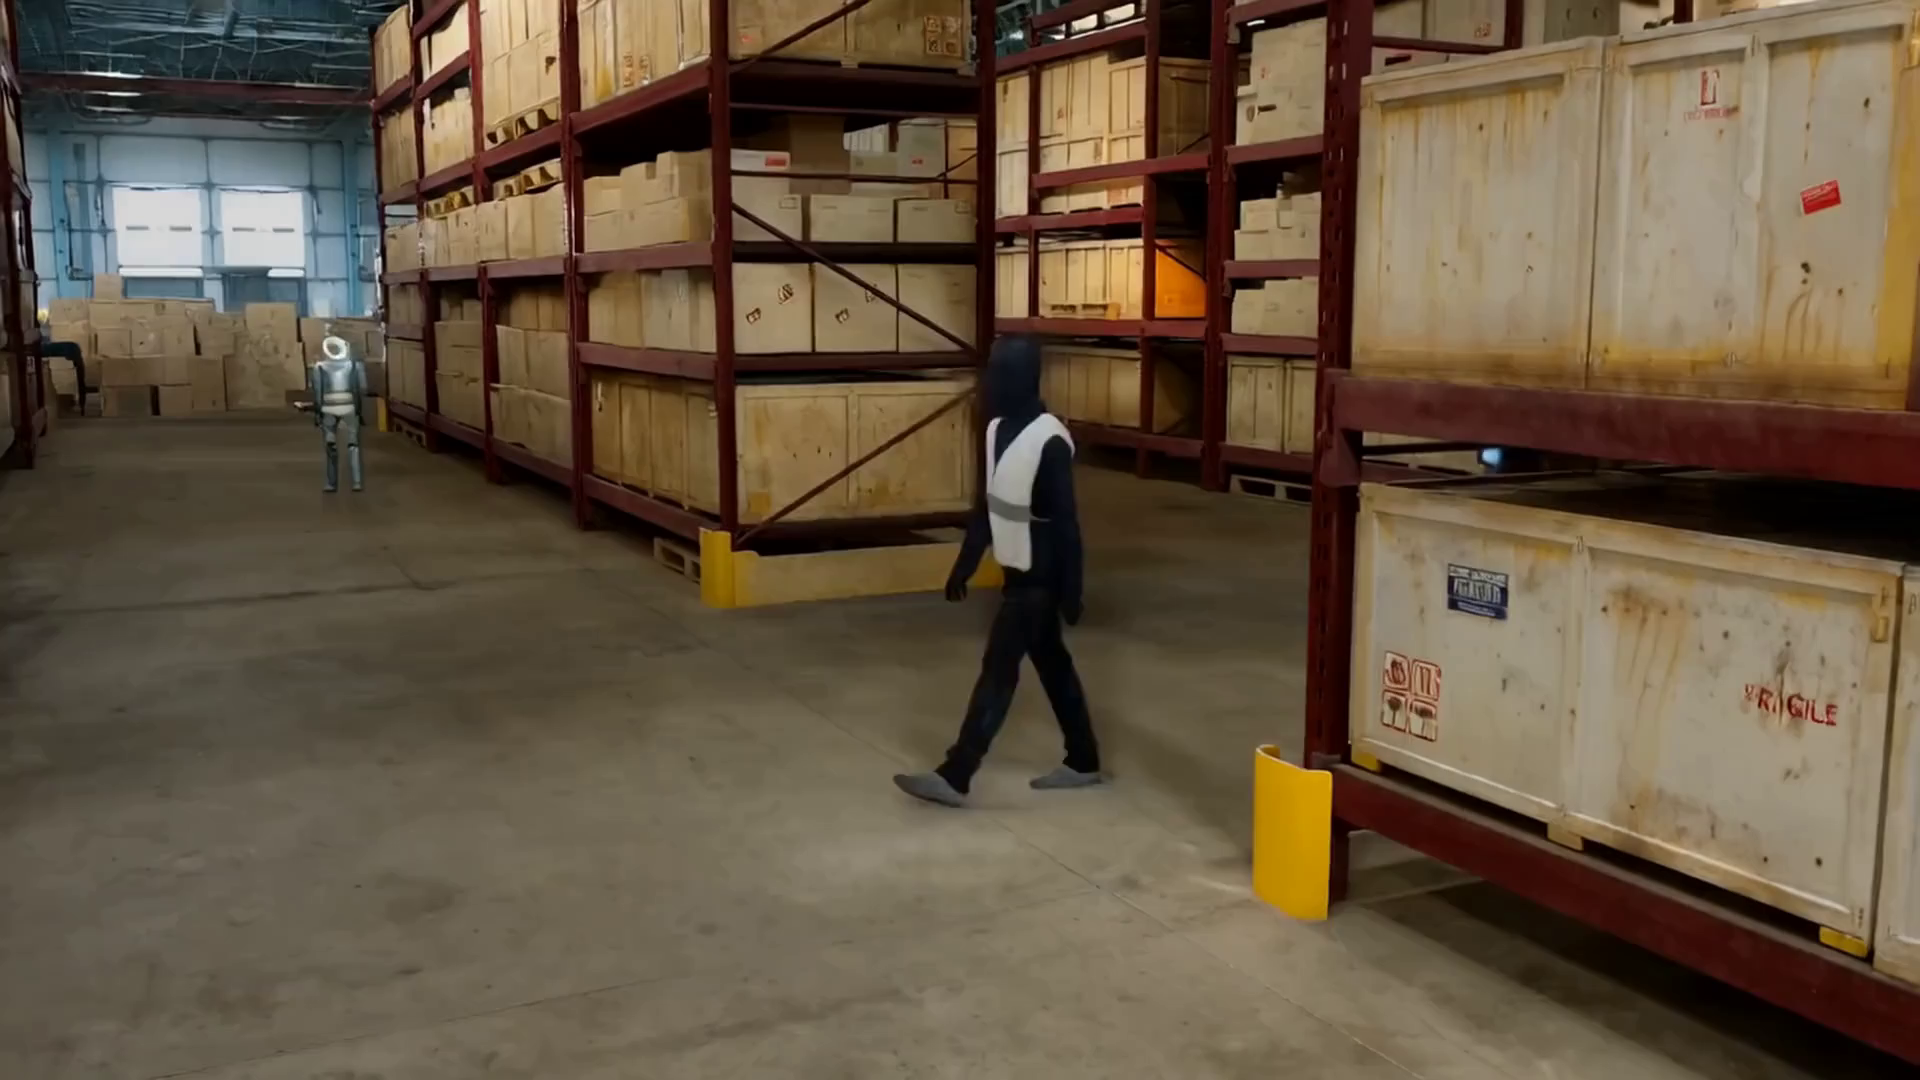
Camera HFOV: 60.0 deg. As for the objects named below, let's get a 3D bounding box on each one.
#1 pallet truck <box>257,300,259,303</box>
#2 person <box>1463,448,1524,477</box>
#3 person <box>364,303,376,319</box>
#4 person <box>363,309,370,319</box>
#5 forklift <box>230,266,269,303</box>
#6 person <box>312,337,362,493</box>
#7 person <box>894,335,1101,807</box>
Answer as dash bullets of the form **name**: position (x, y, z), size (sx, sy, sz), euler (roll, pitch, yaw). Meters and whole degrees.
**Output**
- **pallet truck**: position (-23.913, -7.404, 58.171), size (1.885, 1.965, 0.823), euler (-1, 8, -9)
- **person**: position (2.269, 0.237, 6.830), size (0.763, 1.606, 0.505), euler (-4, 9, -27)
- **person**: position (-20.626, -7.383, 58.422), size (0.574, 1.883, 0.355), euler (0, 8, -3)
- **person**: position (-22.751, -8.045, 63.827), size (0.313, 1.638, 0.513), euler (-1, 8, -8)
- **forklift**: position (-17.661, -5.425, 41.501), size (1.129, 2.768, 1.873), euler (2, 9, 14)
- **person**: position (-6.498, -1.304, 17.385), size (0.314, 1.629, 0.518), euler (8, 12, 44)
- **person**: position (0.163, 0.130, 6.654), size (0.986, 1.872, 0.599), euler (-2, 9, -16)
